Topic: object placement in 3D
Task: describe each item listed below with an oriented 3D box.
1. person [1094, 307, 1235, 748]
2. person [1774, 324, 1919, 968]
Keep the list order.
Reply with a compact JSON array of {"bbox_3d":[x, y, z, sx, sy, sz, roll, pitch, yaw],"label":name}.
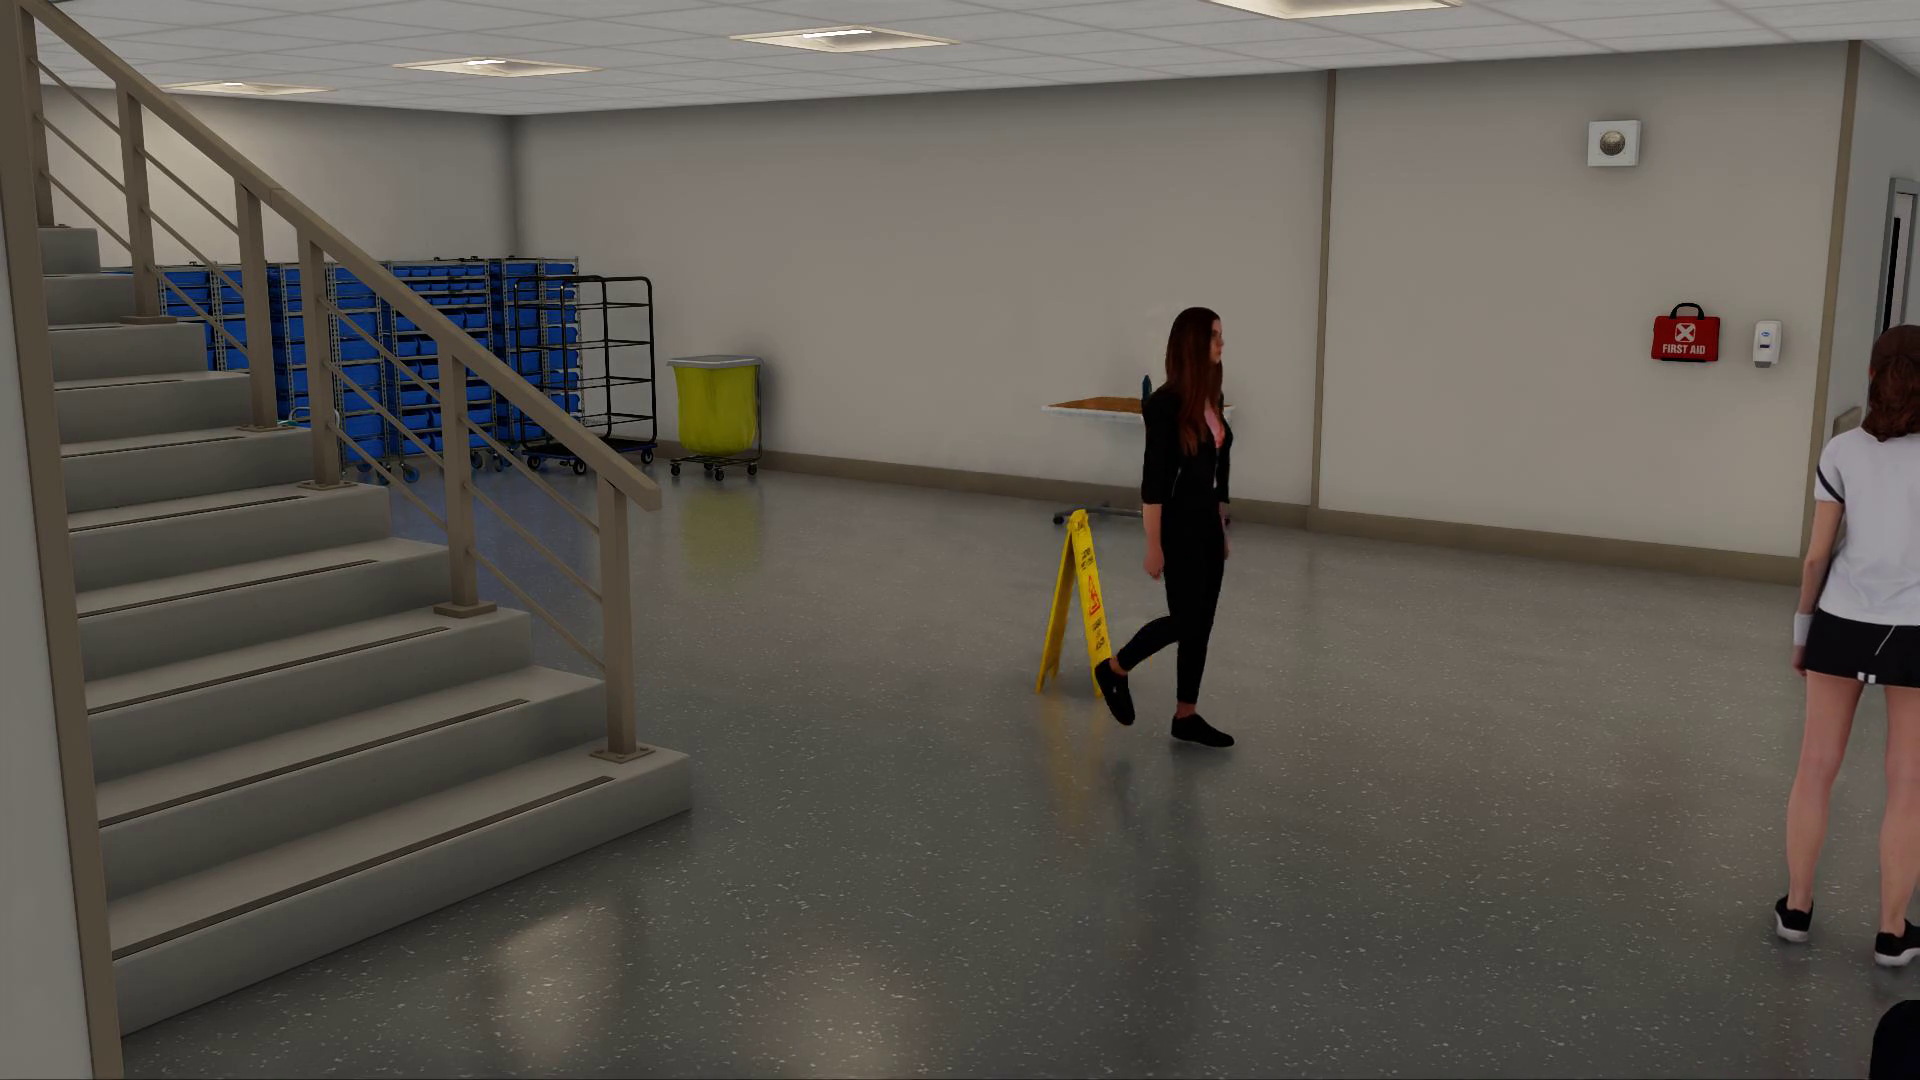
[{"bbox_3d":[0.800,-0.040,6.455,0.794,1.697,0.628,8,13,37],"label":"person"},{"bbox_3d":[2.548,0.287,4.612,0.513,1.743,0.659,9,14,39],"label":"person"}]
